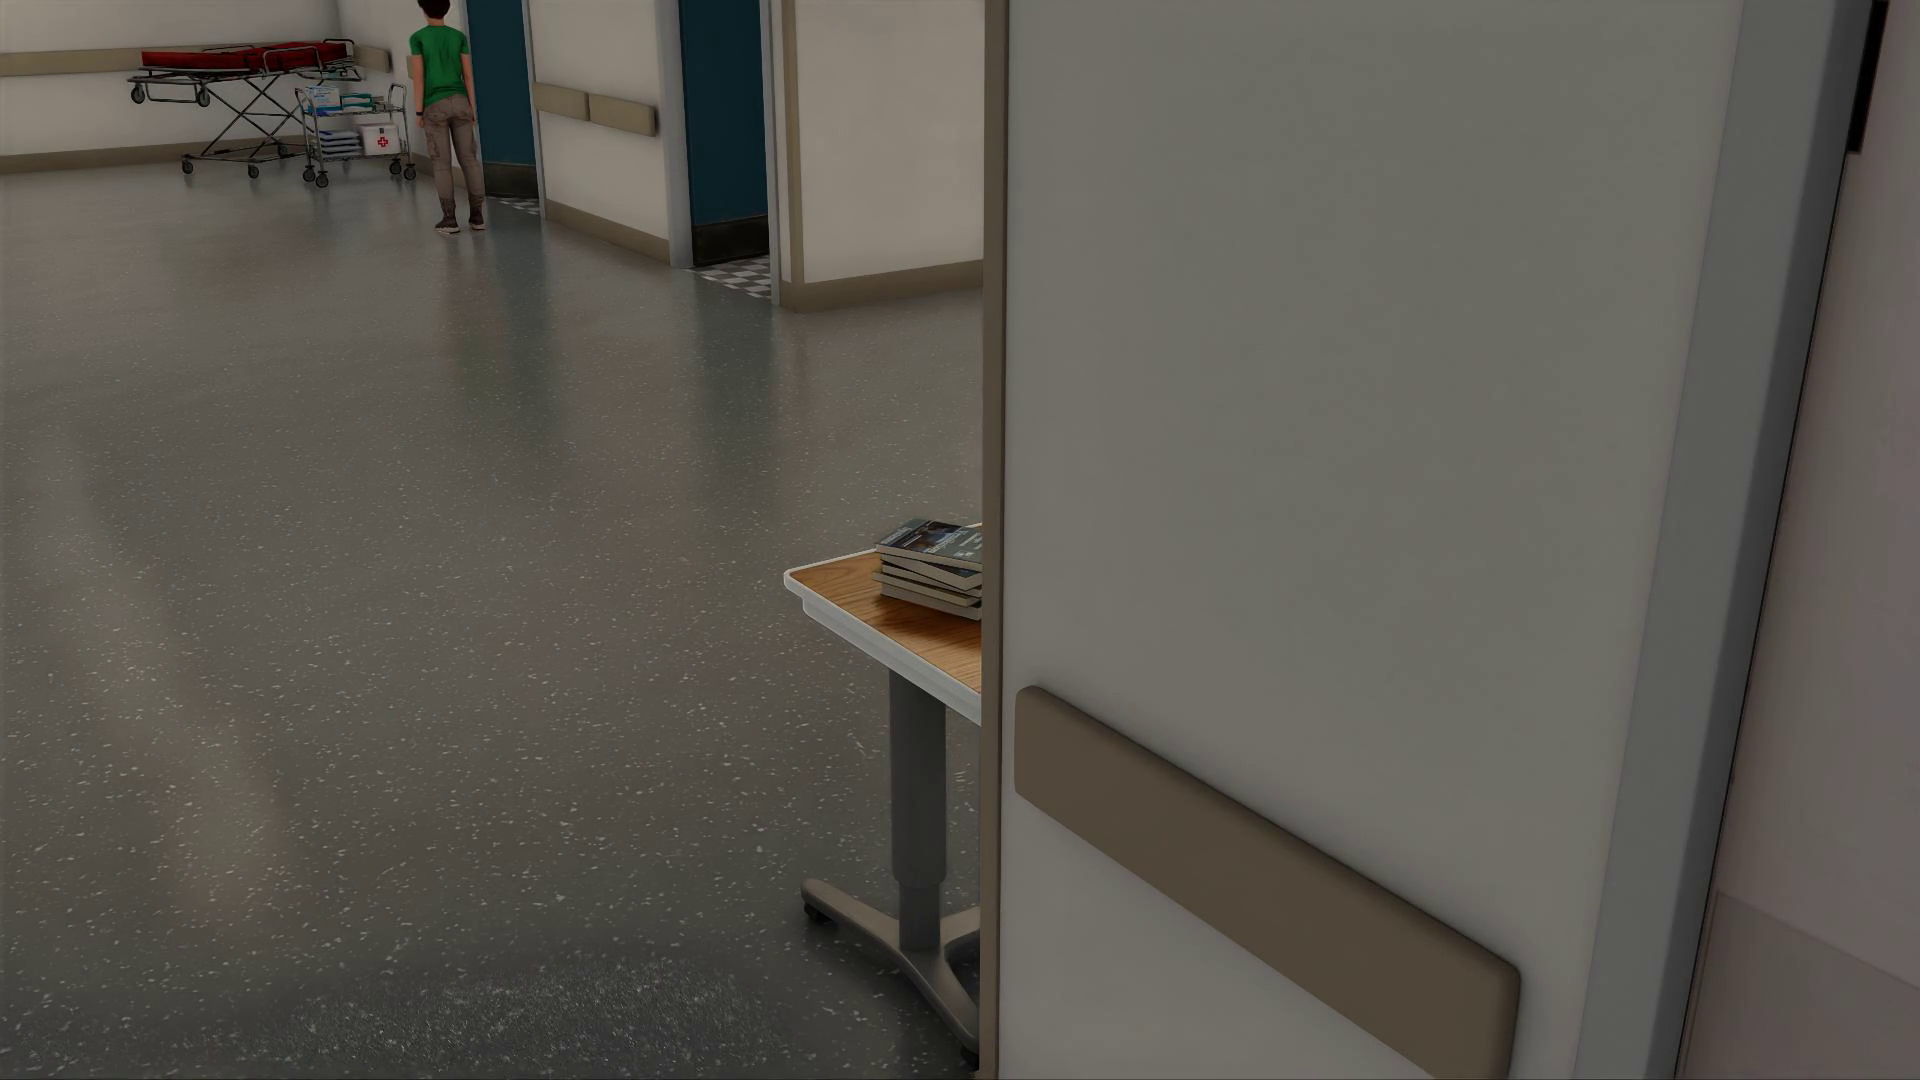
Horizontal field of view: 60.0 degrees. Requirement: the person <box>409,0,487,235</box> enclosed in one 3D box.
[{"bbox_3d":[-3.557,-2.981,11.541,0.570,1.650,0.522,-13,24,-31],"label":"person"}]
